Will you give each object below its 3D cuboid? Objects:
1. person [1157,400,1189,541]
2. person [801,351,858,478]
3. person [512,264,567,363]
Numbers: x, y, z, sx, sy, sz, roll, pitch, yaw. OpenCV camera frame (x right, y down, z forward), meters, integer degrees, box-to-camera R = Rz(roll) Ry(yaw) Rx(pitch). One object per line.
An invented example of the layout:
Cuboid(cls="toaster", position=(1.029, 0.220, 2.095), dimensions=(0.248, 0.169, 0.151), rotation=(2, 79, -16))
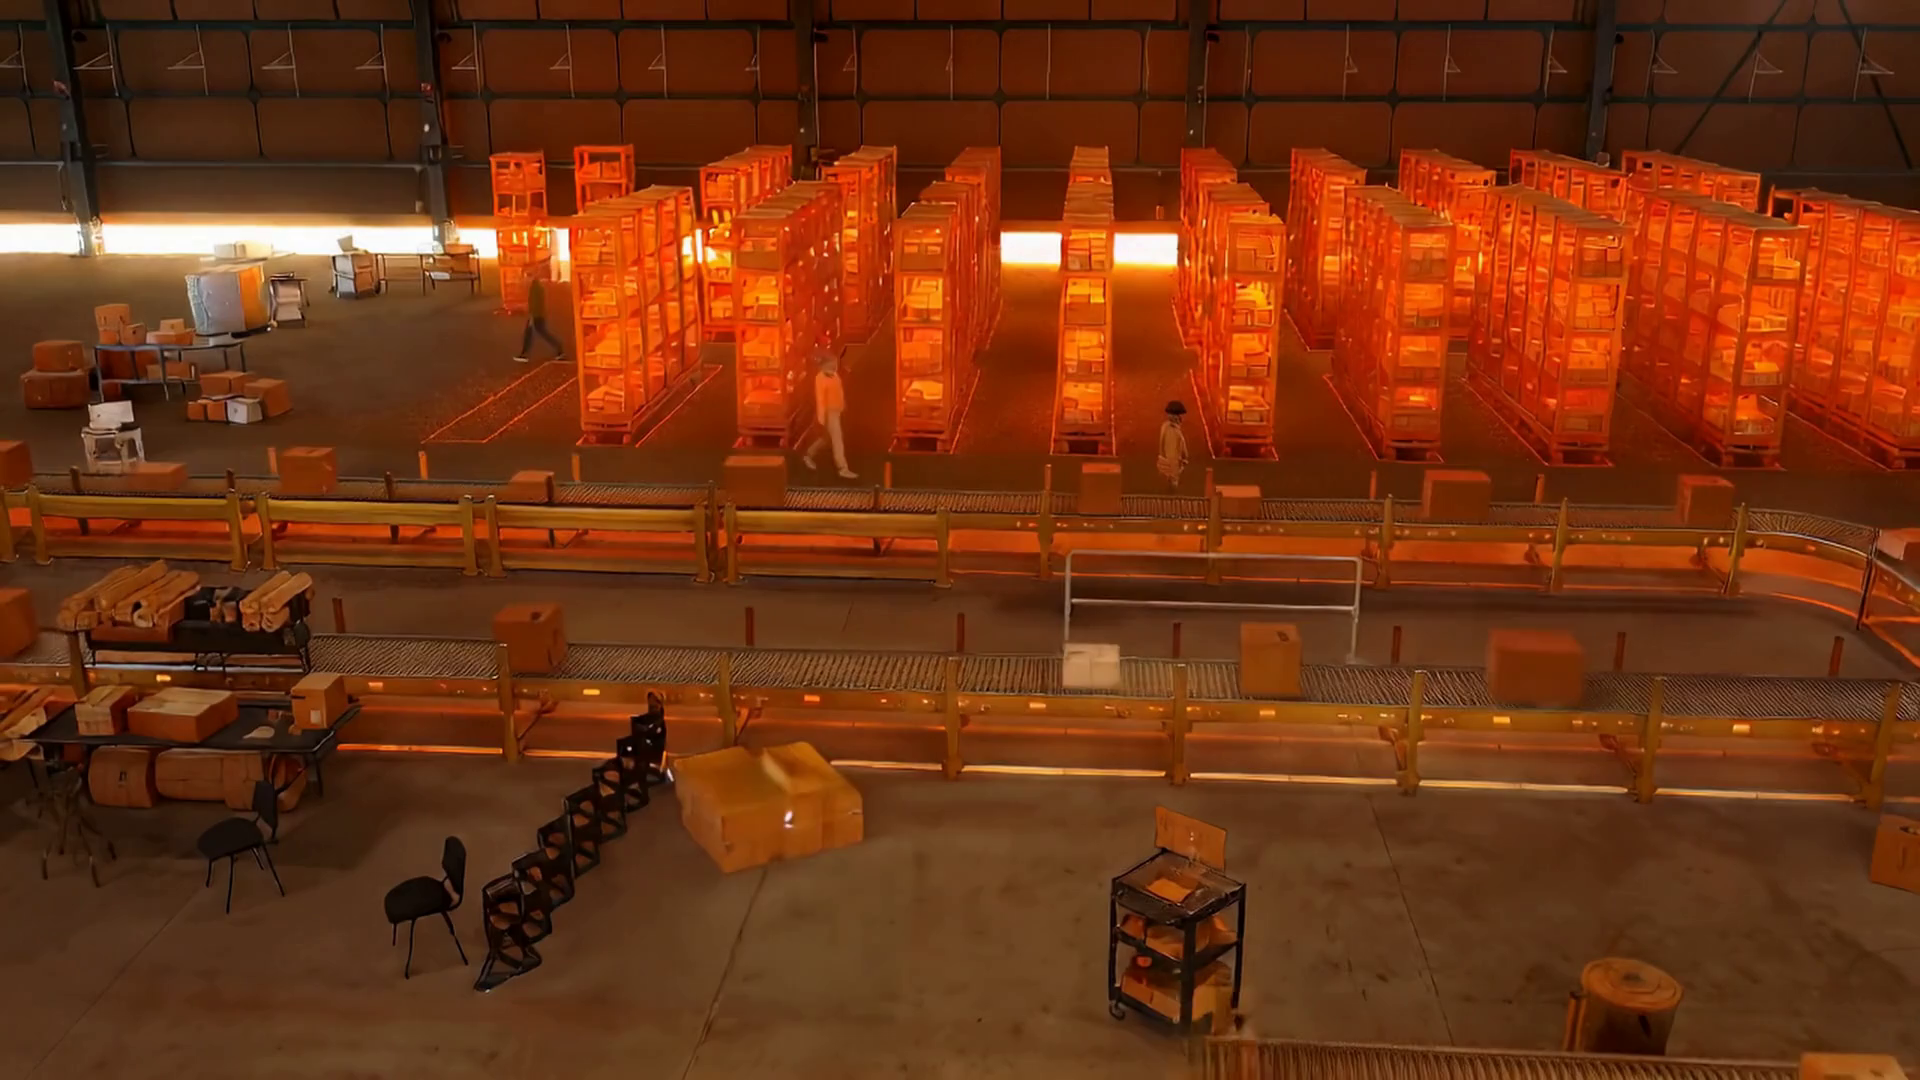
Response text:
Cuboid(cls="person", position=(2.751, -0.915, 21.464), dimensions=(0.404, 1.830, 0.603), rotation=(0, 17, -2))
Cuboid(cls="person", position=(-1.950, -1.860, 24.398), dimensions=(0.881, 1.875, 0.651), rotation=(5, 18, 15))
Cuboid(cls="person", position=(-8.207, -4.388, 32.321), dimensions=(1.049, 1.948, 0.602), rotation=(-4, 18, -13))
